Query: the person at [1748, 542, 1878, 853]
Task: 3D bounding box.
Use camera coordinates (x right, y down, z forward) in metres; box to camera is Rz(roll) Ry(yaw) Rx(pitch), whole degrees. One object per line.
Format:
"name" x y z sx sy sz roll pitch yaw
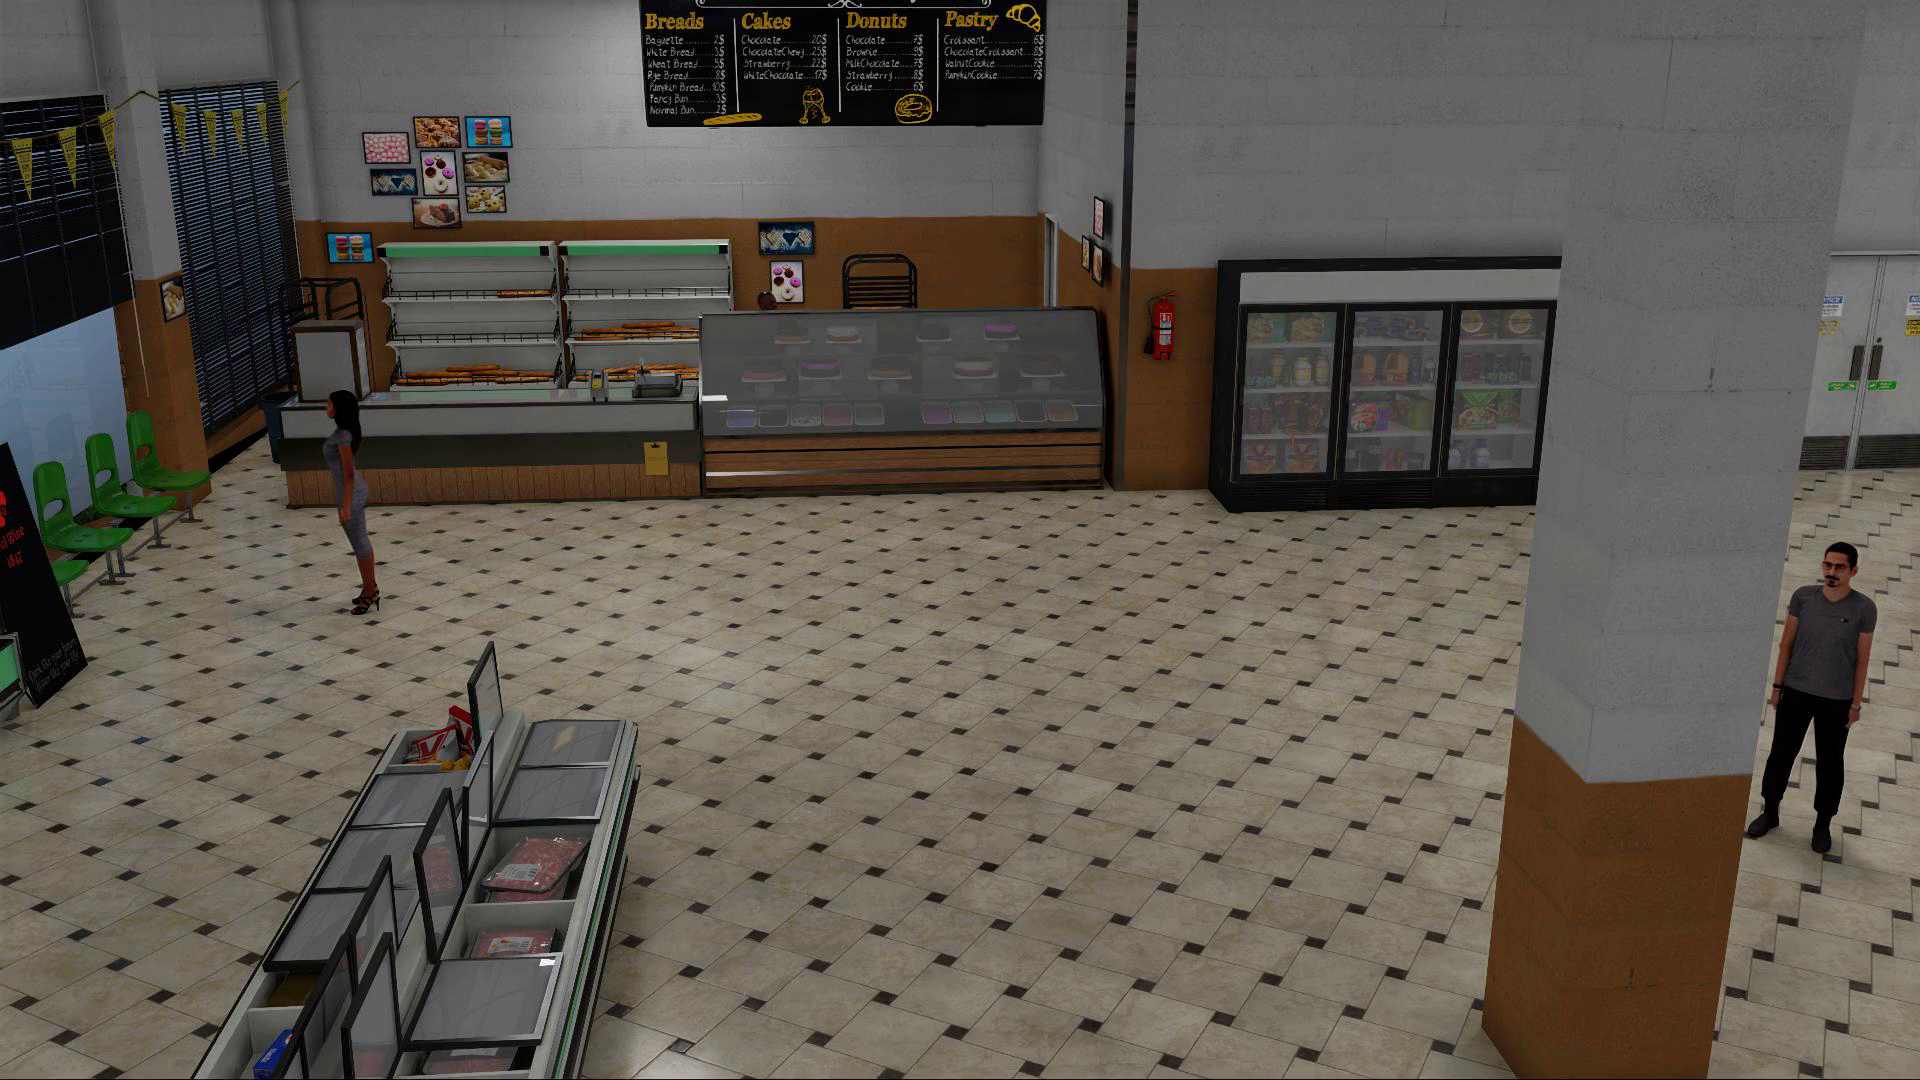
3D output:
"person" 4.794 0.847 9.291 0.695 1.755 0.743 12 21 34

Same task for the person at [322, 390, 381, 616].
"person" -4.750 -0.301 13.026 0.660 1.781 0.494 -3 17 -11
